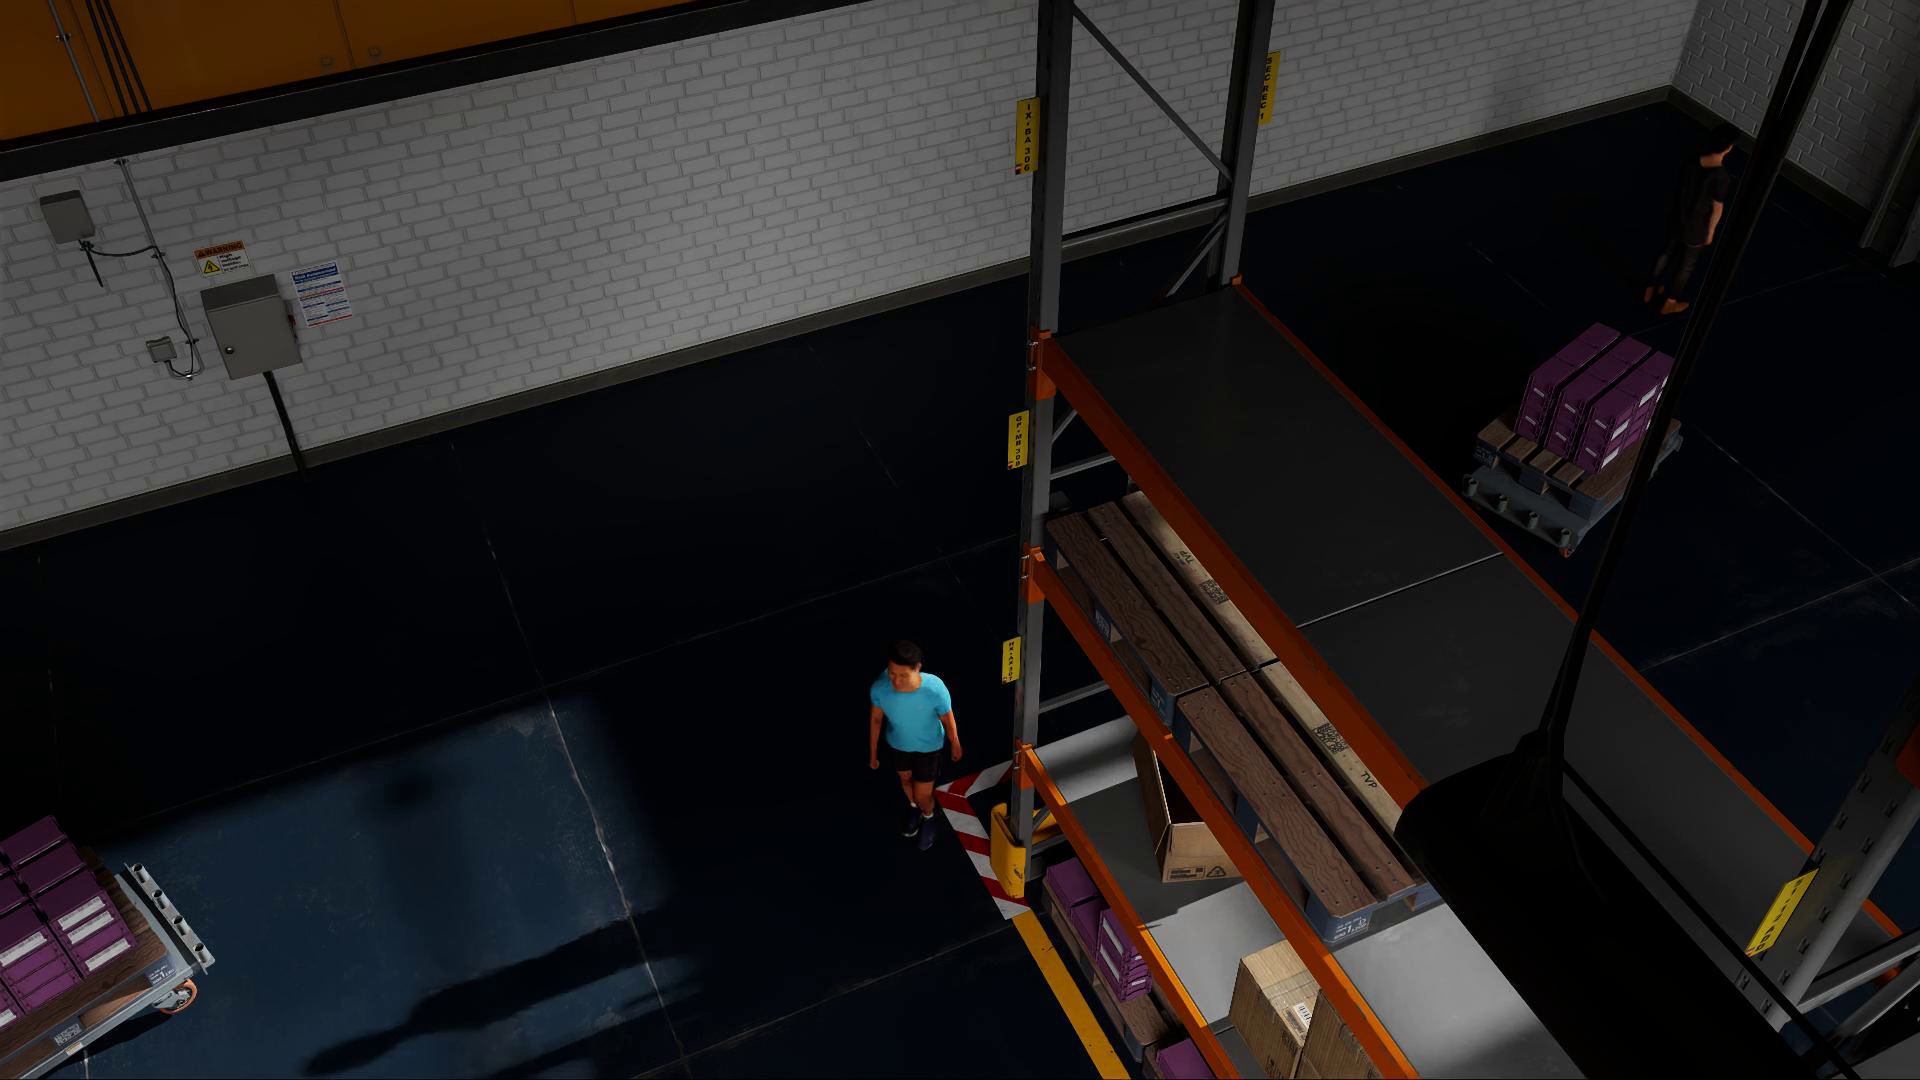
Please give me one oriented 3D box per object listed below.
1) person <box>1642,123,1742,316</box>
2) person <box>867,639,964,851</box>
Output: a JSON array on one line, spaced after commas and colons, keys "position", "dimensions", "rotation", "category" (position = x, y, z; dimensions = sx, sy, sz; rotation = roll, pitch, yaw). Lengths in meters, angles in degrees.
[{"position": [6.033, -2.640, 13.734], "dimensions": [0.673, 1.712, 0.483], "rotation": [-19, 47, -19], "category": "person"}, {"position": [-0.241, 1.120, 9.756], "dimensions": [0.807, 1.756, 0.855], "rotation": [12, 45, 13], "category": "person"}]
